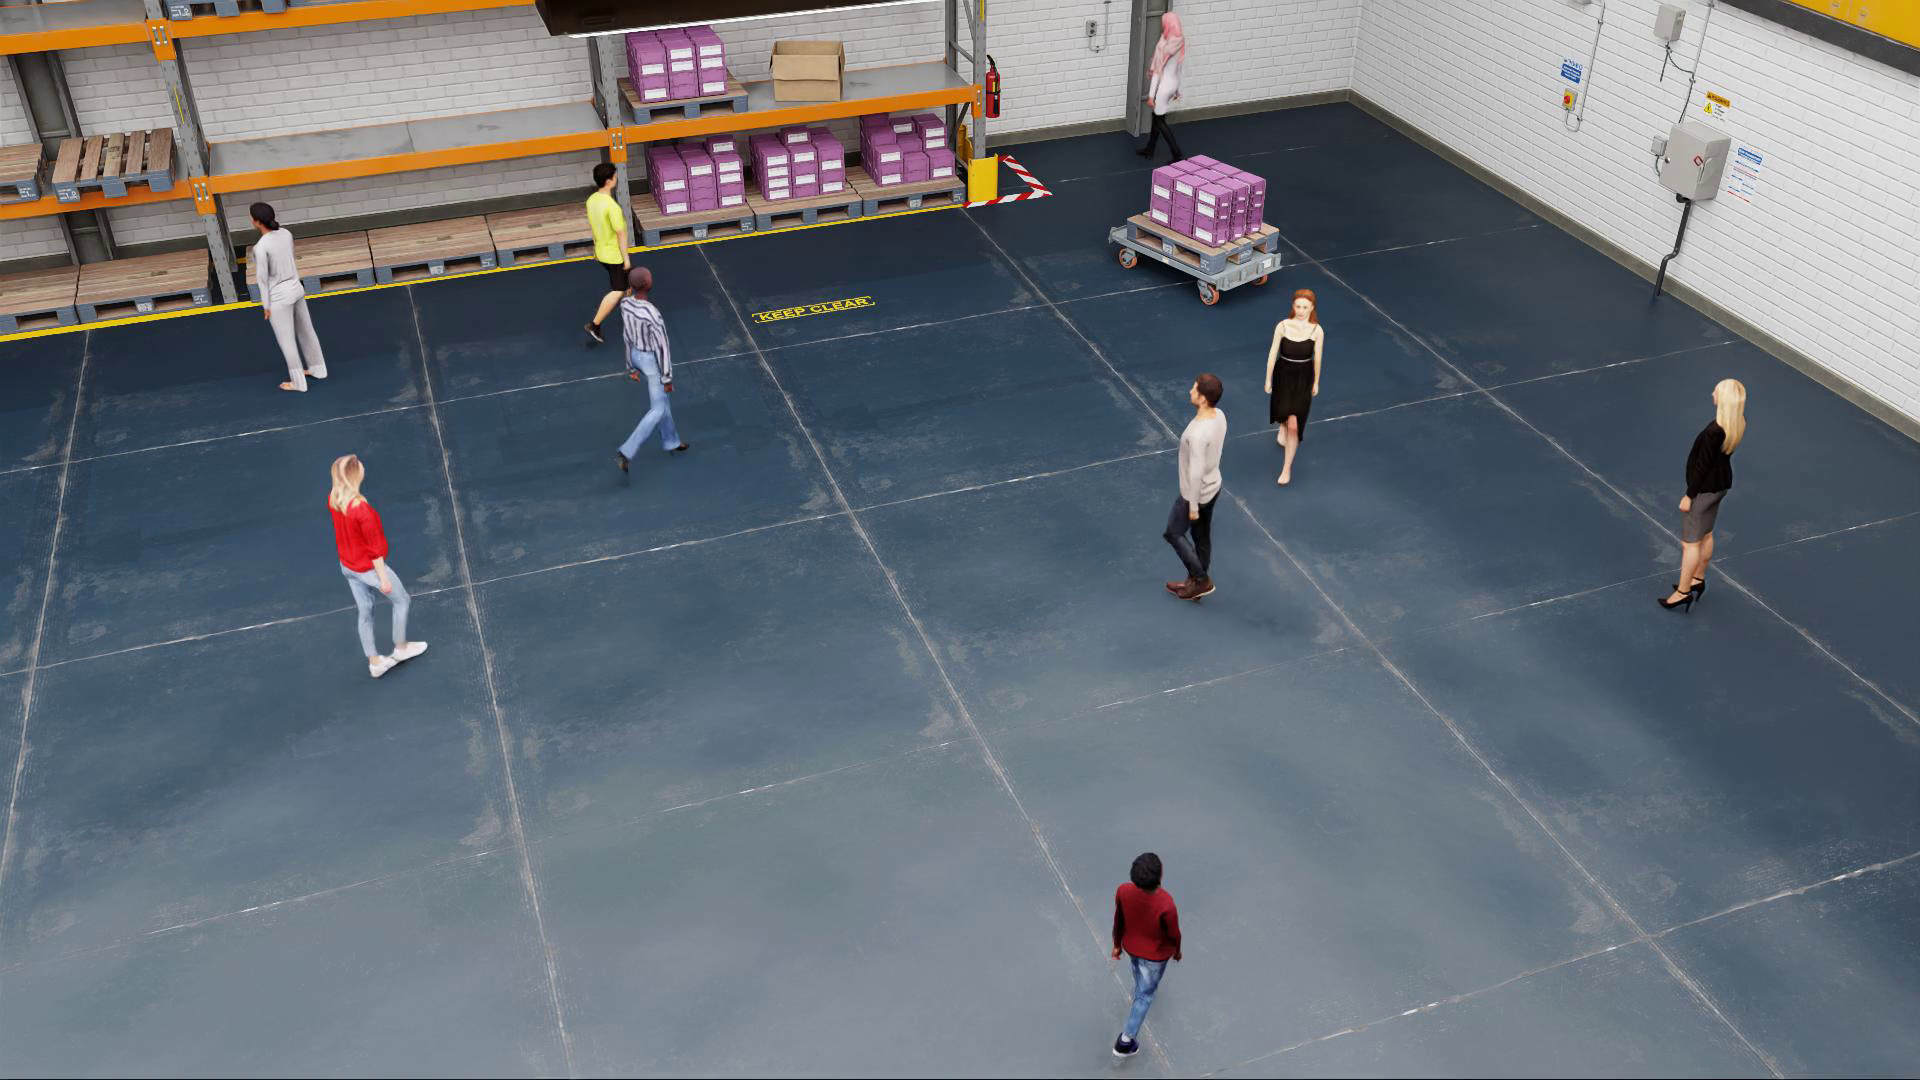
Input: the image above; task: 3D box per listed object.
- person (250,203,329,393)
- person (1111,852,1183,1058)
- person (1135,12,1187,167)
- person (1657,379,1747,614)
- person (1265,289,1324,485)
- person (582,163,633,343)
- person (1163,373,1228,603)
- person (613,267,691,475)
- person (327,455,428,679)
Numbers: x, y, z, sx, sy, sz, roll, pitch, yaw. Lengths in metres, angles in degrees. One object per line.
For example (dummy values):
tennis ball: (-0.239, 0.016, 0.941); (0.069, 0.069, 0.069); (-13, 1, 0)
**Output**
person: (-5.987, -2.169, 14.759); (0.738, 1.733, 0.705); (10, 35, 15)
person: (0.950, 2.159, 8.688); (0.791, 1.246, 0.940); (23, 40, 30)
person: (2.417, -5.170, 19.230); (0.979, 1.781, 1.053); (26, 42, 34)
person: (5.332, -0.316, 11.875); (0.741, 1.840, 0.625); (29, 43, 36)
person: (2.737, -1.330, 13.623); (1.049, 1.595, 1.037); (10, 35, 15)
person: (-3.301, -2.661, 15.548); (1.168, 1.678, 0.907); (-27, 42, -34)
person: (1.781, -0.323, 11.872); (0.848, 1.854, 0.775); (17, 37, 24)
person: (-2.568, -1.323, 13.489); (0.932, 1.731, 1.111); (26, 42, 34)
person: (-4.060, 0.225, 11.191); (0.786, 1.695, 0.838); (19, 38, 26)
